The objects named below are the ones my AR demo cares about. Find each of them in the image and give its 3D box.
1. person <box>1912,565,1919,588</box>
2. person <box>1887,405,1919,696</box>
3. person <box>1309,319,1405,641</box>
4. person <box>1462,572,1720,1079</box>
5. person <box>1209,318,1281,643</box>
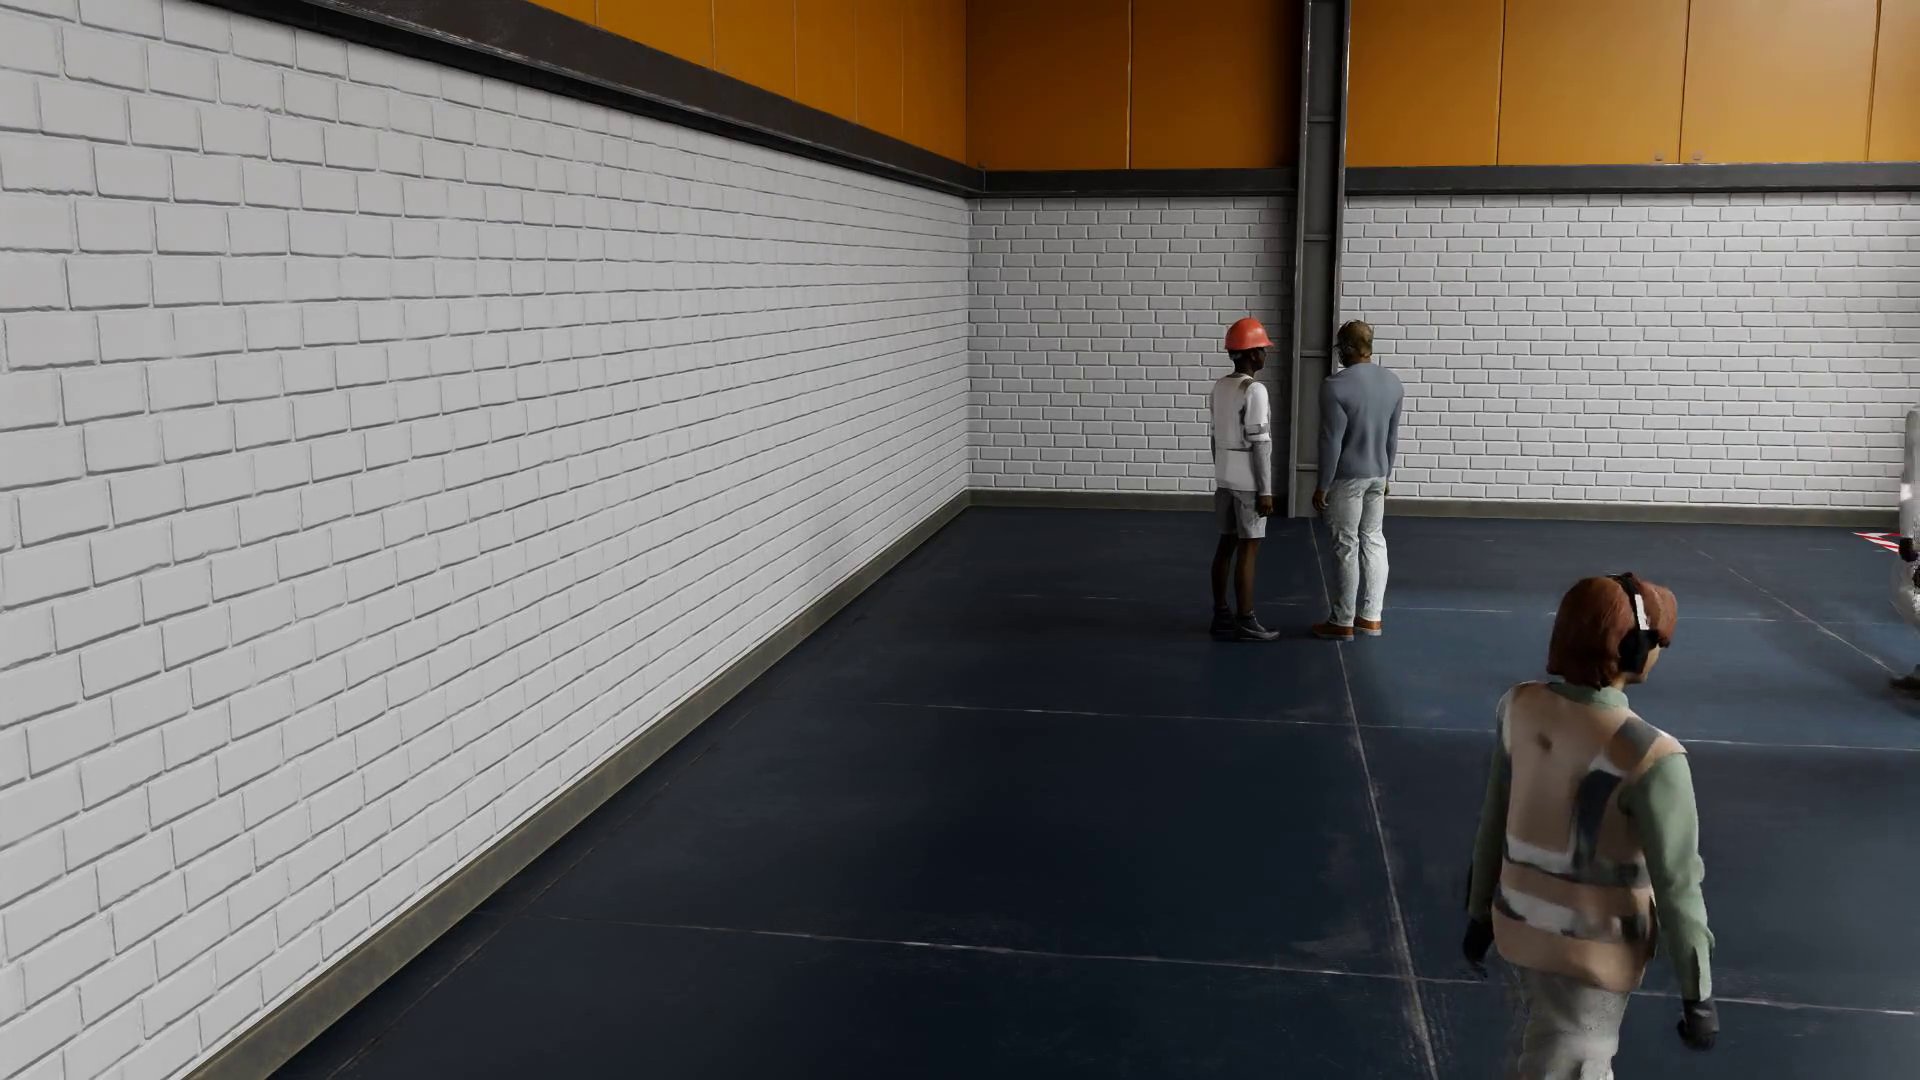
[{"bbox_3d":[4.694,0.101,7.587,0.585,1.807,0.454,-3,9,-15],"label":"person"},{"bbox_3d":[5.040,-0.073,8.472,0.589,1.869,0.552,-2,9,-12],"label":"person"},{"bbox_3d":[2.374,-0.358,10.030,0.630,1.937,0.373,-6,11,-33],"label":"person"},{"bbox_3d":[1.367,0.864,3.486,0.828,1.596,0.552,-3,10,-18],"label":"person"},{"bbox_3d":[1.708,-0.354,9.990,0.347,1.943,0.545,-4,10,-23],"label":"person"}]
